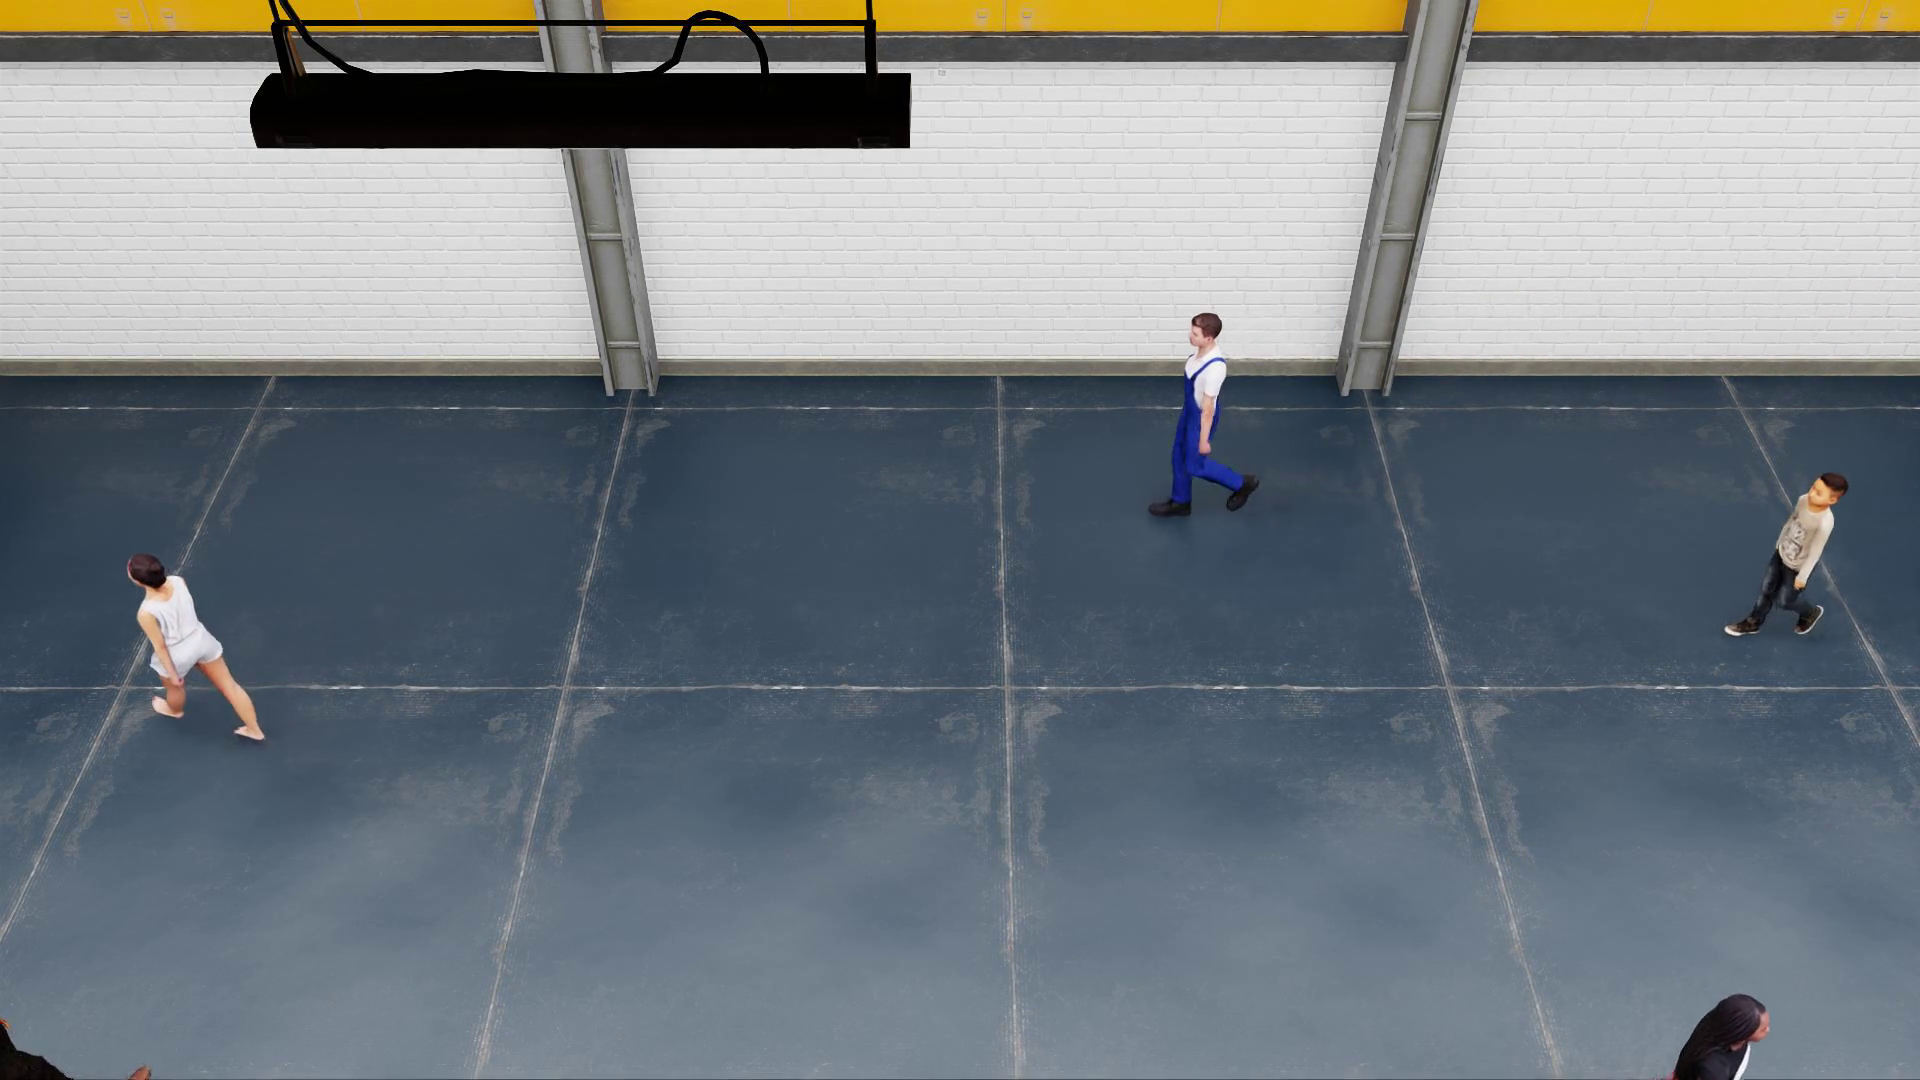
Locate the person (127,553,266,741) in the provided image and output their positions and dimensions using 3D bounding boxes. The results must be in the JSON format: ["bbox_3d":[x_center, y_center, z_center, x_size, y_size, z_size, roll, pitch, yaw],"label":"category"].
[{"bbox_3d":[-4.795,0.720,10.447,1.143,1.563,0.867,16,46,17],"label":"person"}]

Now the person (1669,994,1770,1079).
[{"bbox_3d":[3.565,2.734,8.231,1.131,1.705,0.910,20,47,19],"label":"person"}]

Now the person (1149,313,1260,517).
[{"bbox_3d":[1.807,-0.868,11.919,1.004,1.831,0.634,-2,44,-2],"label":"person"}]

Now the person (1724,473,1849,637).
[{"bbox_3d":[5.658,0.135,11.141,0.844,1.453,0.615,-4,44,-4],"label":"person"}]
